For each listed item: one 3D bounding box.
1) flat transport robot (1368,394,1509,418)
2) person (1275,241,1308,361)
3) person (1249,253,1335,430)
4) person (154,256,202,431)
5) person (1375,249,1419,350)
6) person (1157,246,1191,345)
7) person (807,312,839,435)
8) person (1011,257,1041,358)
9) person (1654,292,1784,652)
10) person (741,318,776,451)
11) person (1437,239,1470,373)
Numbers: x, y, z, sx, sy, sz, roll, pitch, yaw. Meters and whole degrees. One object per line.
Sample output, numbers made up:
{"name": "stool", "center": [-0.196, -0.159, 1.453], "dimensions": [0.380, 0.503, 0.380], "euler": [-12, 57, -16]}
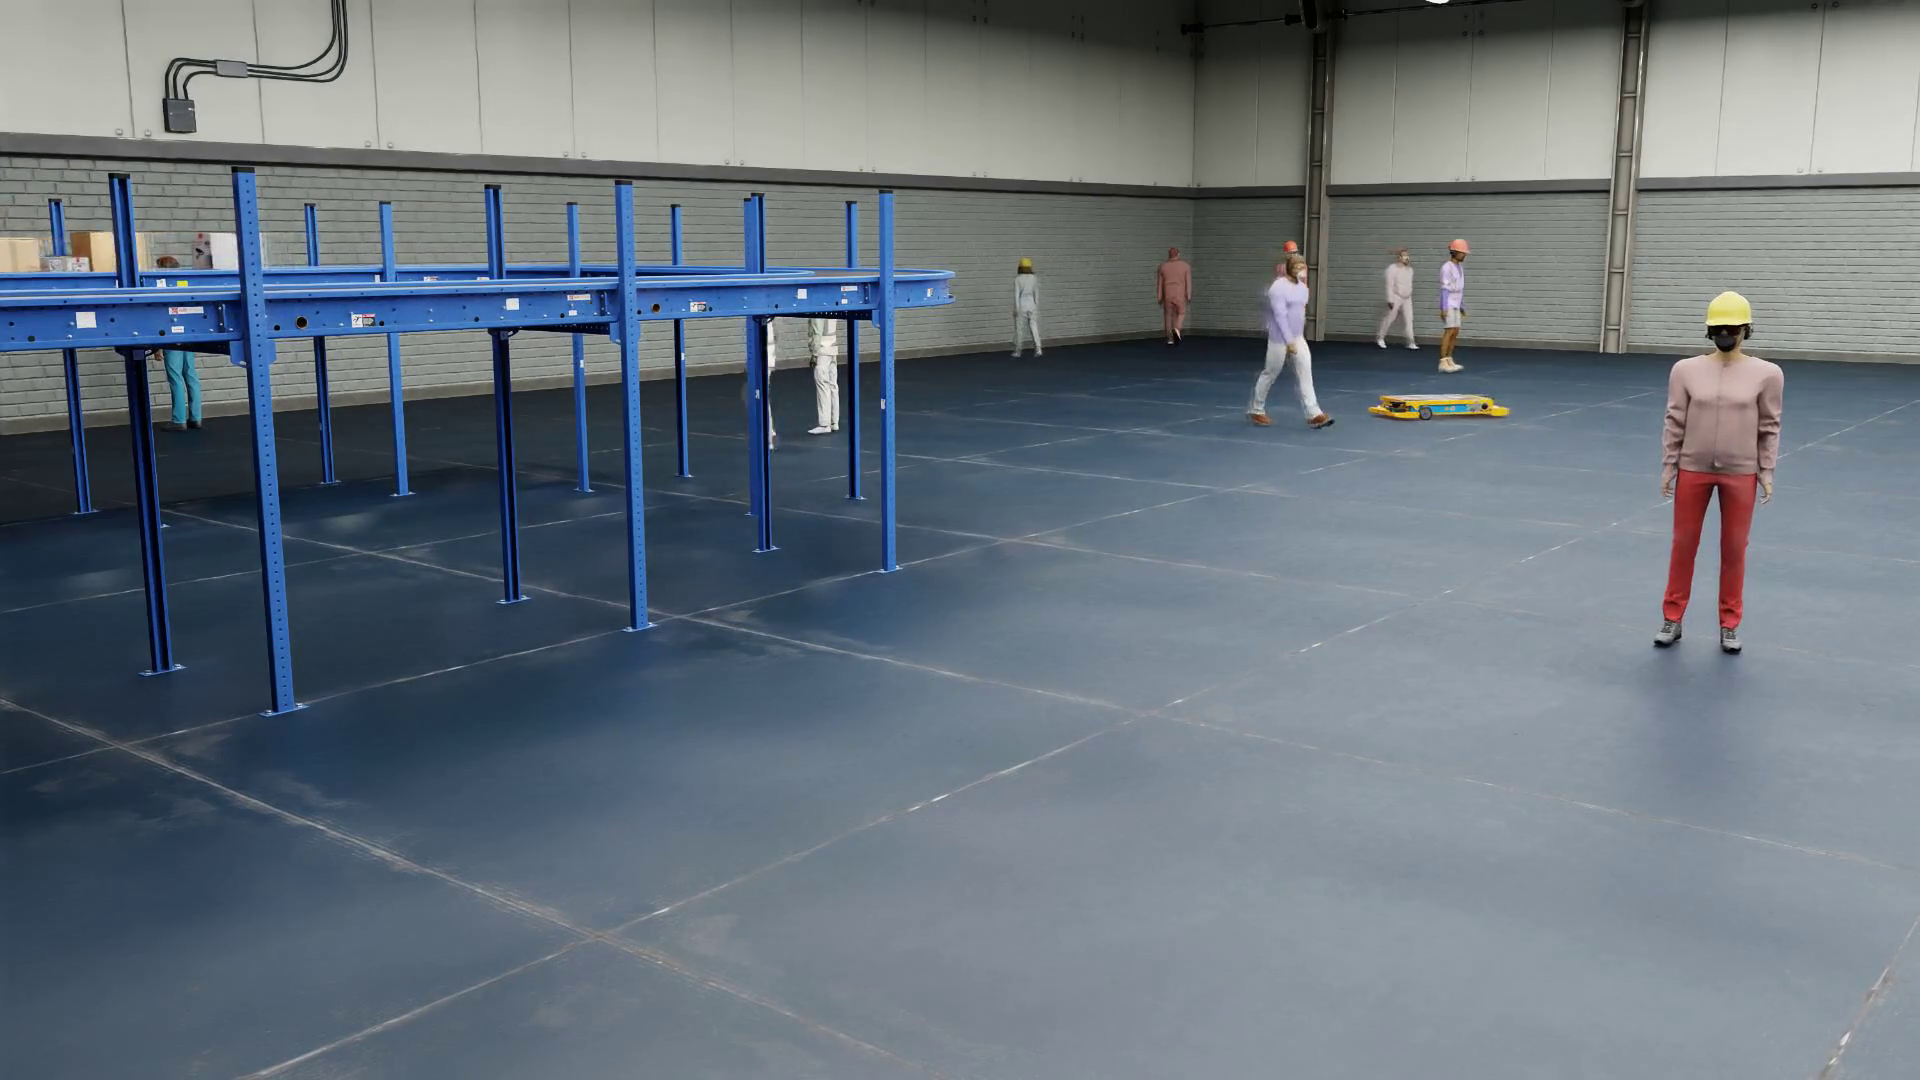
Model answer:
{"name": "flat transport robot", "center": [5.528, -1.554, 19.230], "dimensions": [1.431, 0.197, 0.652], "euler": [-2, 10, -13]}
{"name": "person", "center": [5.544, -4.017, 27.976], "dimensions": [0.611, 1.997, 0.375], "euler": [-4, 11, -19]}
{"name": "person", "center": [3.537, -2.129, 17.874], "dimensions": [0.618, 1.879, 1.072], "euler": [-7, 13, -35]}
{"name": "person", "center": [-8.356, -2.098, 17.772], "dimensions": [0.388, 1.843, 0.565], "euler": [3, 11, 17]}
{"name": "person", "center": [8.176, -4.497, 31.022], "dimensions": [0.652, 1.867, 0.987], "euler": [-5, 11, -26]}
{"name": "person", "center": [4.128, -4.707, 32.077], "dimensions": [0.672, 1.892, 0.454], "euler": [3, 11, 16]}
{"name": "person", "center": [-1.428, -1.927, 17.387], "dimensions": [0.306, 1.639, 0.524], "euler": [3, 11, 18]}
{"name": "person", "center": [1.148, -4.033, 28.891], "dimensions": [0.499, 1.758, 0.560], "euler": [-5, 11, -25]}
{"name": "person", "center": [3.740, -0.333, 8.204], "dimensions": [0.526, 1.768, 0.331], "euler": [5, 12, 28]}
{"name": "person", "center": [-1.946, -1.651, 15.878], "dimensions": [0.382, 1.621, 0.553], "euler": [1, 10, 3]}
{"name": "person", "center": [7.583, -3.593, 25.557], "dimensions": [0.453, 2.020, 0.633], "euler": [8, 13, 38]}
